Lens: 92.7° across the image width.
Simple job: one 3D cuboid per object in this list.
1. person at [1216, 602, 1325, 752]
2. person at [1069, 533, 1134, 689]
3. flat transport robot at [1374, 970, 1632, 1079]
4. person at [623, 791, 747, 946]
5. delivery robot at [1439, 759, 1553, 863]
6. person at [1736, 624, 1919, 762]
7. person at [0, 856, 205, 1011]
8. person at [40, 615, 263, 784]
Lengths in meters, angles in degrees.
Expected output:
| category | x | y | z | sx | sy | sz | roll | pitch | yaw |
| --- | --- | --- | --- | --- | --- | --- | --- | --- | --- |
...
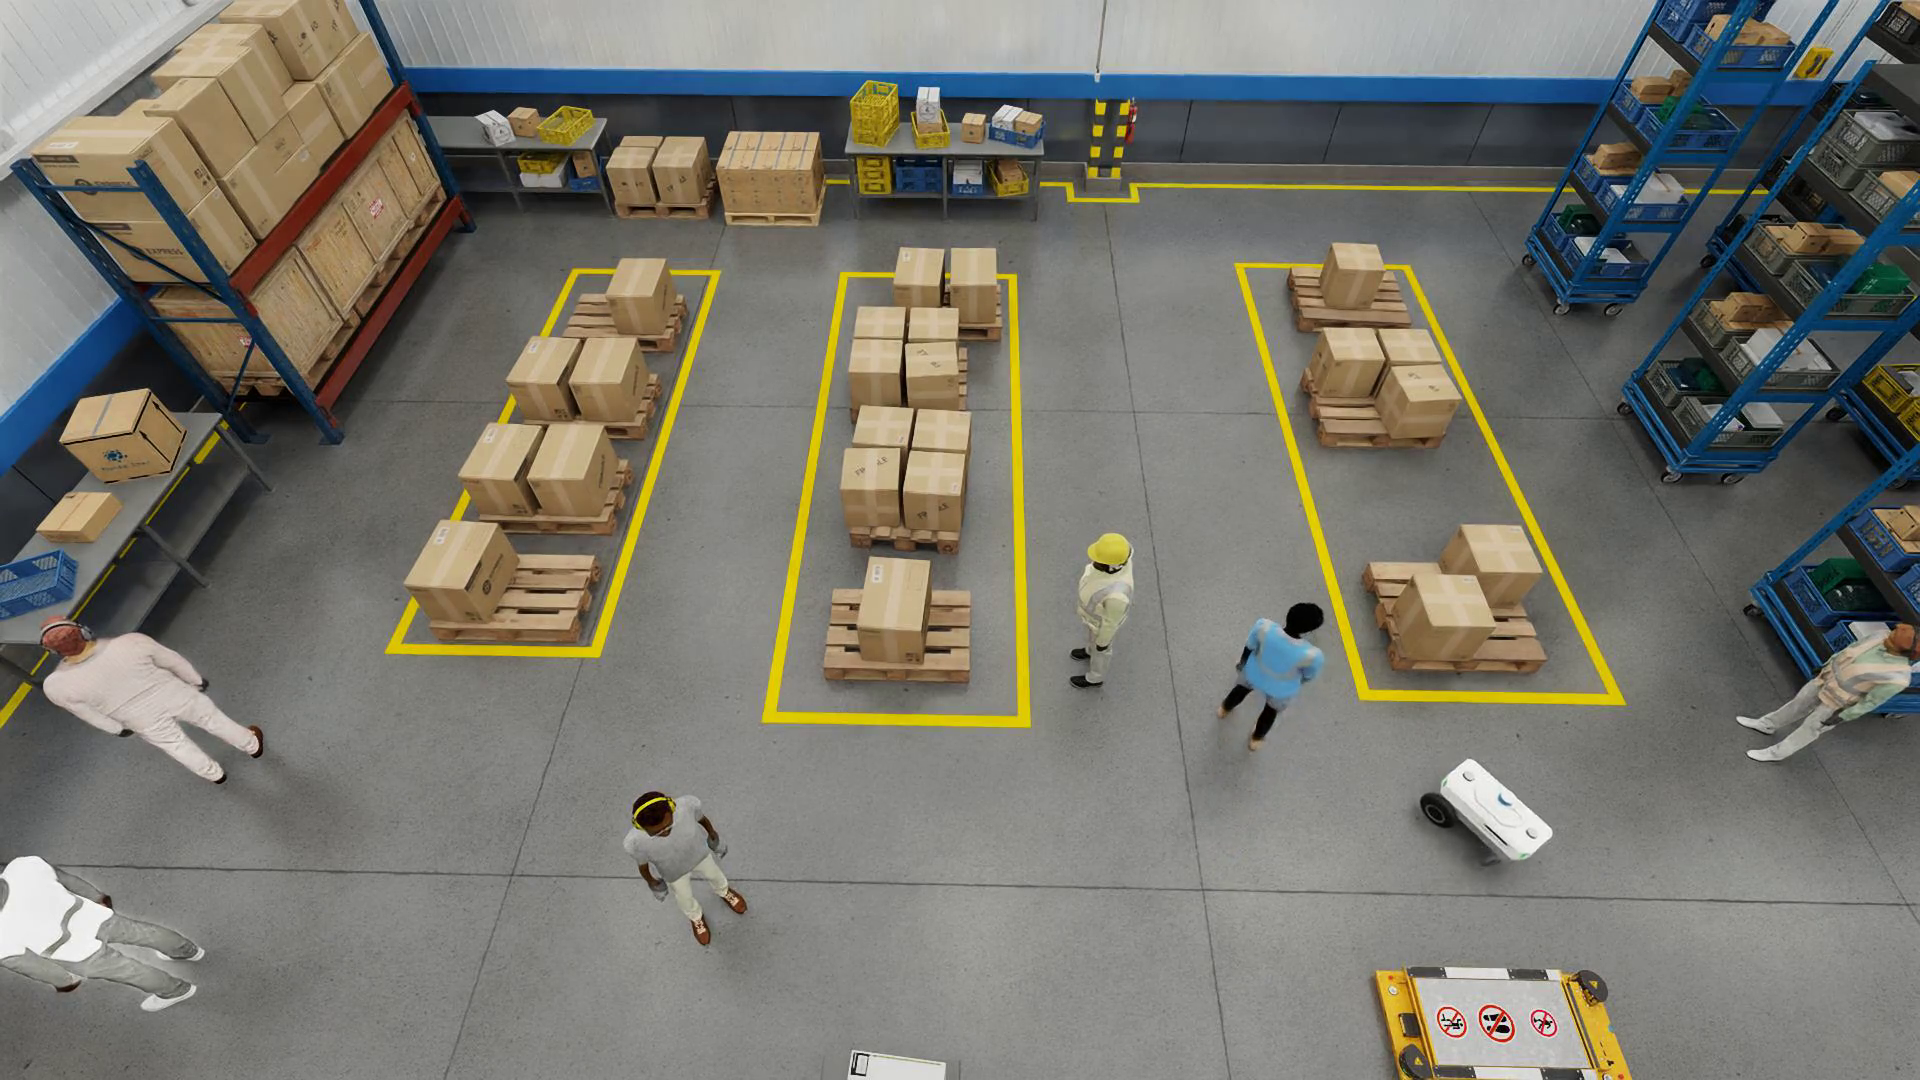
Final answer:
| category | x | y | z | sx | sy | sz | roll | pitch | yaw |
| --- | --- | --- | --- | --- | --- | --- | --- | --- | --- |
| person | 2.291 | 0.998 | 6.752 | 0.568 | 1.688 | 0.335 | 36 | 59 | 26 |
| person | 1.084 | 0.547 | 7.029 | 0.403 | 1.827 | 0.595 | 2 | 51 | 2 |
| flat transport robot | 3.501 | 3.133 | 5.914 | 1.431 | 0.197 | 0.652 | 1 | 51 | 1 |
| person | -1.721 | 2.043 | 5.778 | 0.532 | 1.870 | 0.319 | -35 | 59 | -25 |
| delivery robot | 3.862 | 1.956 | 6.633 | 0.477 | 0.478 | 0.707 | -28 | 56 | -21 |
| person | 6.379 | 1.116 | 6.680 | 0.310 | 1.640 | 0.514 | 13 | 52 | 11 |
| person | -5.282 | 2.370 | 5.481 | 0.393 | 1.920 | 0.591 | -9 | 51 | -7 |
| person | -5.726 | 1.130 | 6.500 | 0.409 | 1.908 | 0.647 | 36 | 59 | 25 |
